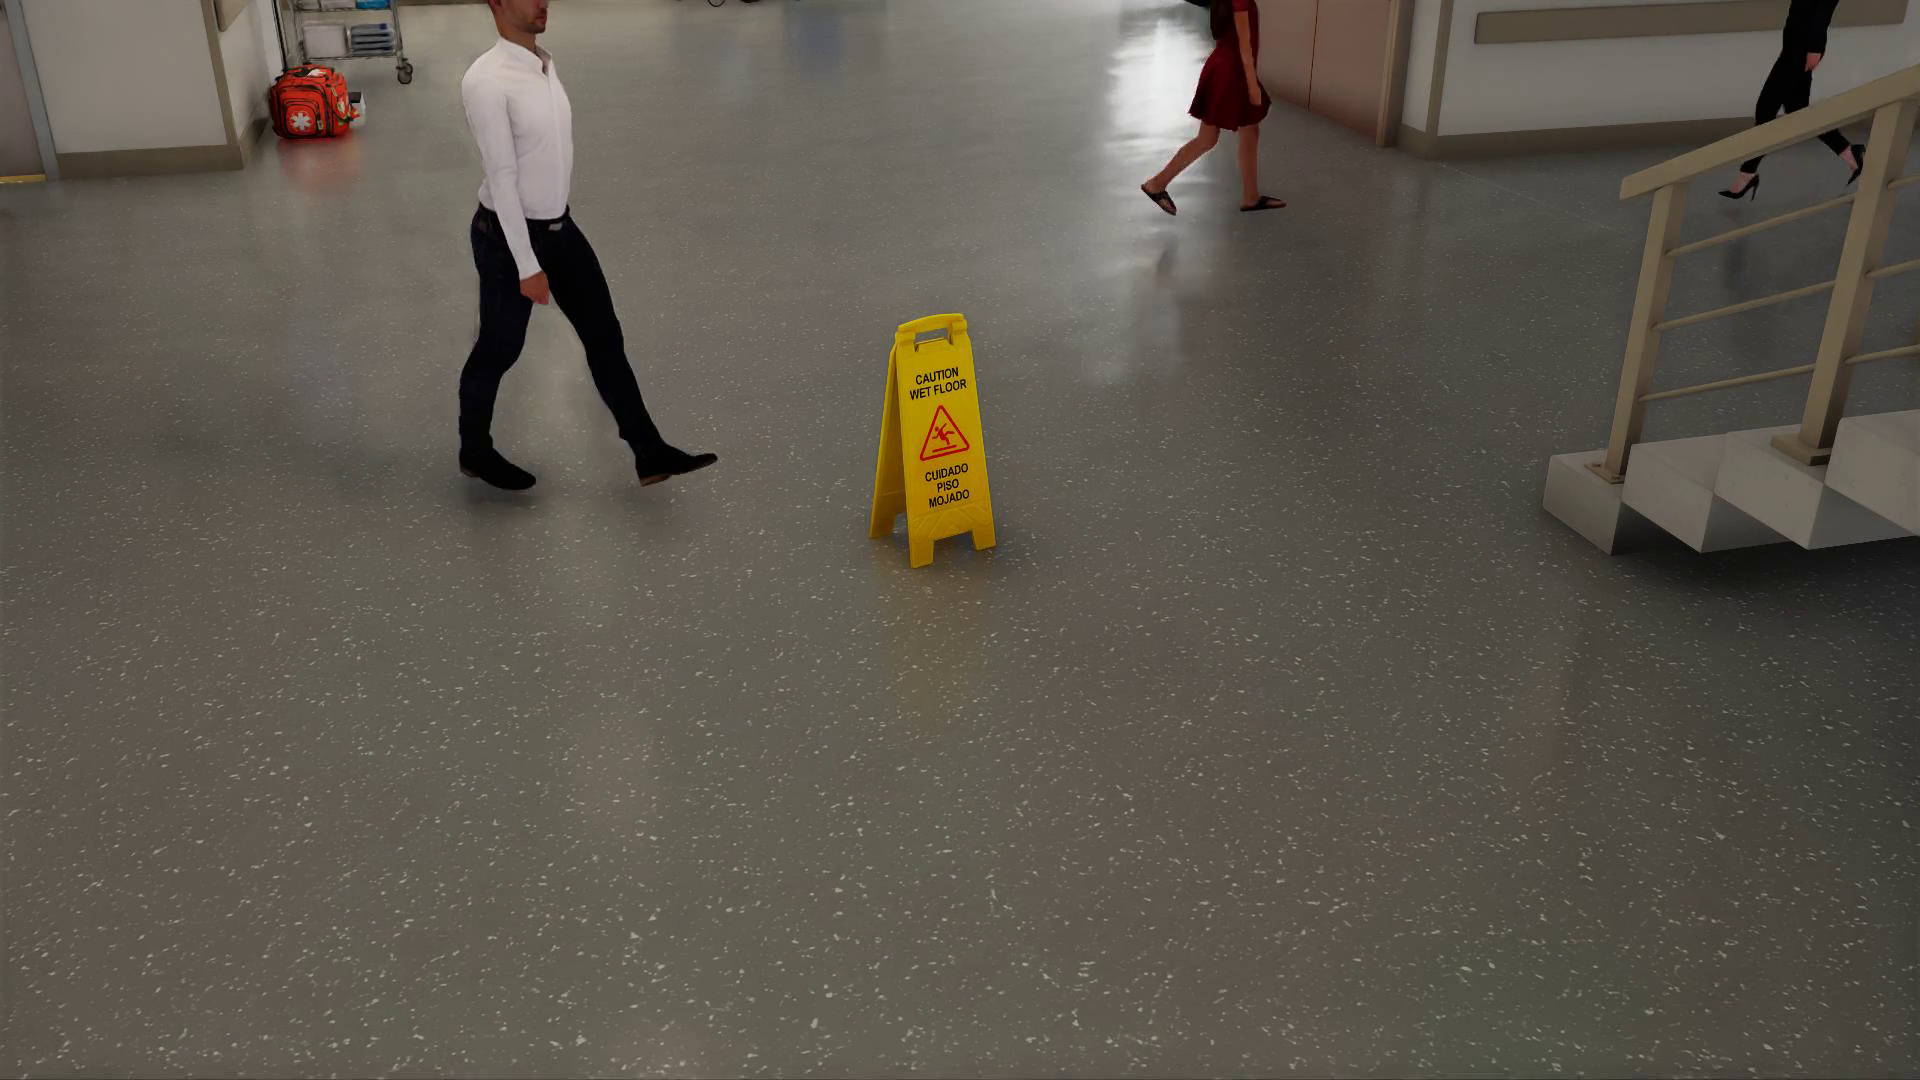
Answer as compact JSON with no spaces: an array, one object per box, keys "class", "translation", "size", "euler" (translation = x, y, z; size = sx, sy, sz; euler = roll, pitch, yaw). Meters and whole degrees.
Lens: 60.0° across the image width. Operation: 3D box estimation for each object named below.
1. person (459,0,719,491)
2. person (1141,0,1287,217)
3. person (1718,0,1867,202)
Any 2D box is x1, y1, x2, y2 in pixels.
[{"class":"person","translation":[-1.523,-0.999,5.561],"size":[1.161,1.822,1.224],"euler":[9,27,18]},{"class":"person","translation":[1.381,-2.491,9.001],"size":[0.792,1.522,1.045],"euler":[0,26,1]},{"class":"person","translation":[4.759,-2.696,9.237],"size":[0.965,1.688,1.045],"euler":[6,26,12]}]
